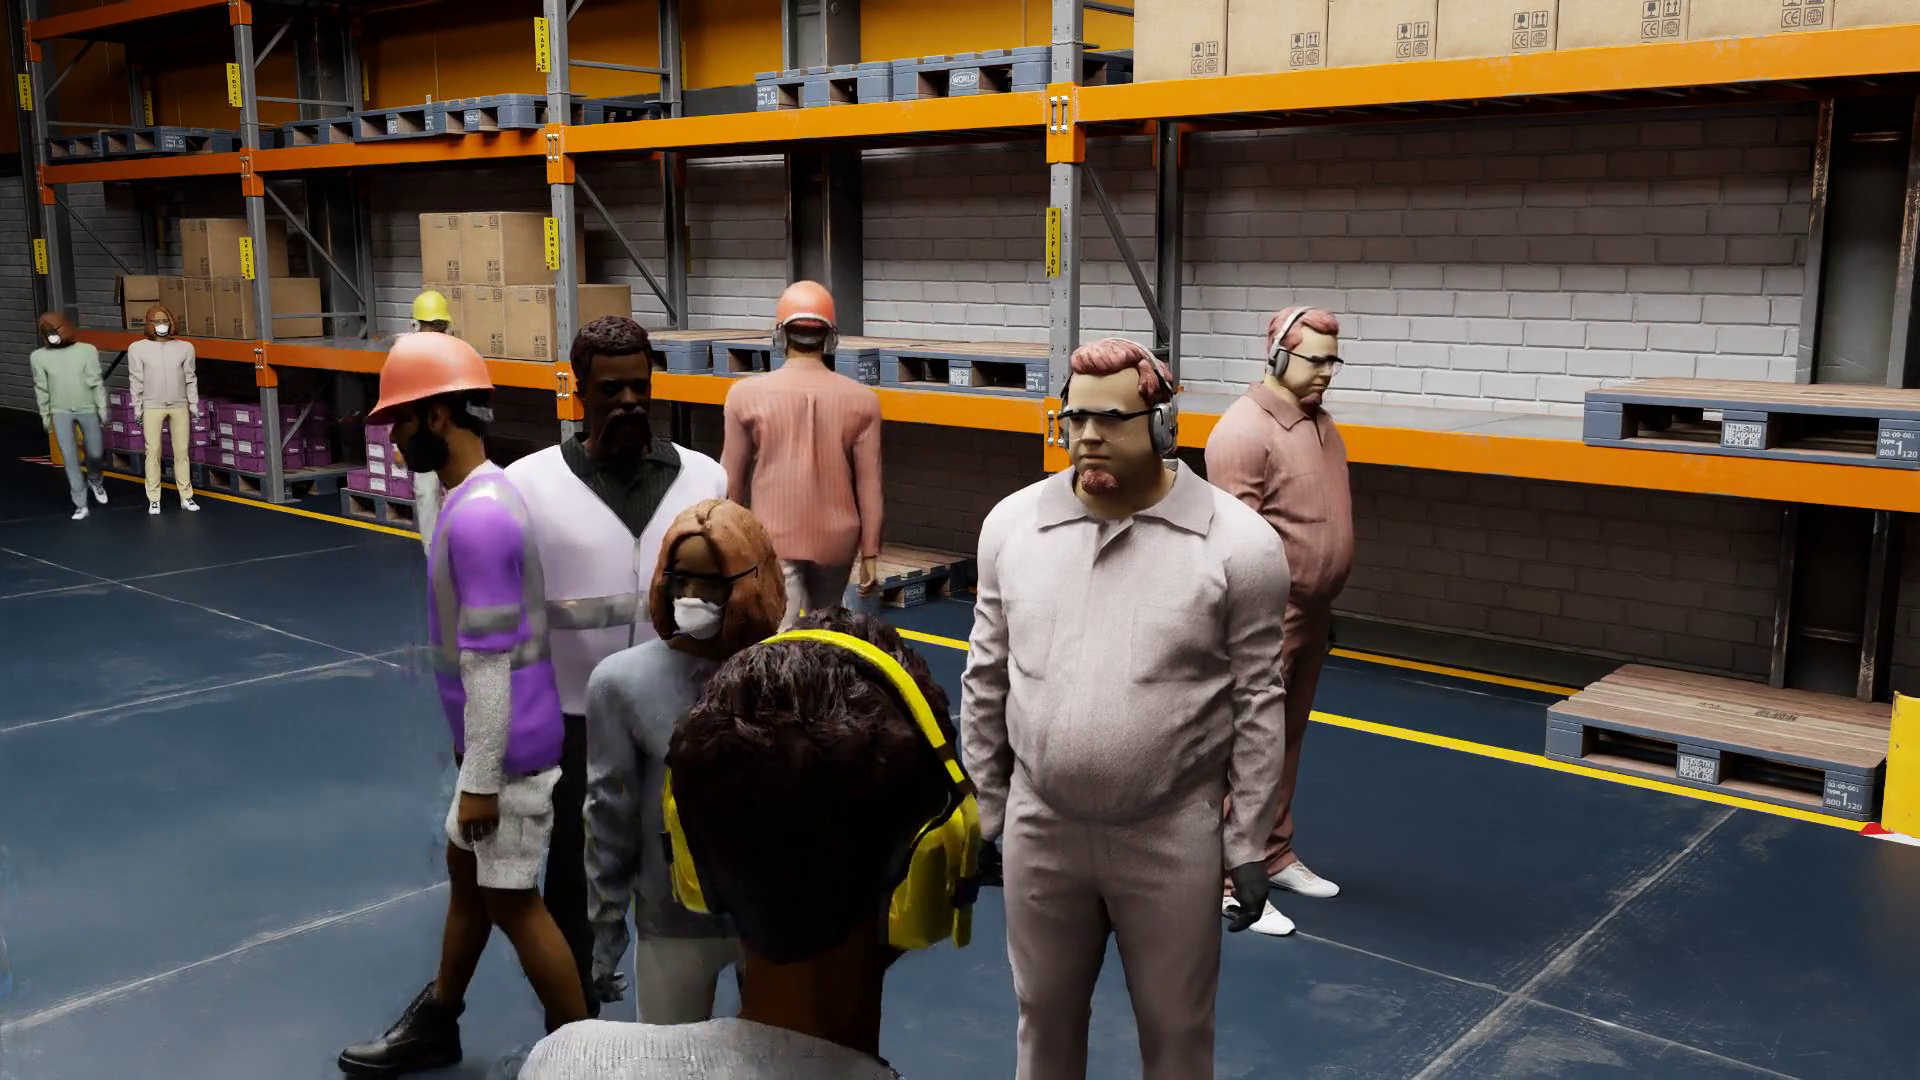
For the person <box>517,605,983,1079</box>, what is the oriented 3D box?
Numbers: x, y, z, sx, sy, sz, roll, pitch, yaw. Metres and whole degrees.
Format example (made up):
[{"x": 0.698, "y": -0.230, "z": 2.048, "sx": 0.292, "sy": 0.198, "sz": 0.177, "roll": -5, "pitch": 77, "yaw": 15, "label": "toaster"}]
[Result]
[{"x": -0.112, "y": 0.946, "z": 1.343, "sx": 0.533, "sy": 1.817, "sz": 0.956, "roll": 4, "pitch": 11, "yaw": 23, "label": "person"}]

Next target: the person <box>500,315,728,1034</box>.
[{"x": -0.816, "y": 0.424, "z": 4.014, "sx": 0.593, "sy": 1.920, "sz": 0.391, "roll": -6, "pitch": 12, "yaw": -33, "label": "person"}]

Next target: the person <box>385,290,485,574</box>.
[{"x": -3.353, "y": -0.679, "z": 10.587, "sx": 0.643, "sy": 1.814, "sz": 0.563, "roll": -10, "pitch": 14, "yaw": -44, "label": "person"}]

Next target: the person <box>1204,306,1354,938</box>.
[{"x": 1.008, "y": 0.236, "z": 5.142, "sx": 0.401, "sy": 1.901, "sz": 0.641, "roll": 7, "pitch": 12, "yaw": 36, "label": "person"}]

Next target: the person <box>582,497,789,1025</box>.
[{"x": -0.432, "y": 0.729, "z": 3.087, "sx": 0.509, "sy": 1.632, "sz": 0.270, "roll": -2, "pitch": 10, "yaw": -9, "label": "person"}]

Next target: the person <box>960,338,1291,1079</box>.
[{"x": 0.295, "y": 0.561, "z": 3.269, "sx": 0.651, "sy": 1.906, "sz": 0.403, "roll": 4, "pitch": 11, "yaw": 21, "label": "person"}]

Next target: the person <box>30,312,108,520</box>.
[{"x": -6.897, "y": -0.983, "z": 12.949, "sx": 0.514, "sy": 1.599, "sz": 0.668, "roll": -4, "pitch": 11, "yaw": -22, "label": "person"}]

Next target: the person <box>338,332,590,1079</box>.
[{"x": -1.206, "y": 0.463, "z": 3.932, "sx": 0.703, "sy": 1.891, "sz": 0.574, "roll": -3, "pitch": 10, "yaw": -14, "label": "person"}]

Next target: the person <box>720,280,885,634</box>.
[{"x": -0.576, "y": 0.014, "z": 6.251, "sx": 0.610, "sy": 1.963, "sz": 0.911, "roll": -3, "pitch": 10, "yaw": -18, "label": "person"}]

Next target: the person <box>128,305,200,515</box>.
[{"x": -6.233, "y": -1.022, "z": 13.060, "sx": 0.497, "sy": 1.633, "sz": 0.285, "roll": -8, "pitch": 13, "yaw": -38, "label": "person"}]
